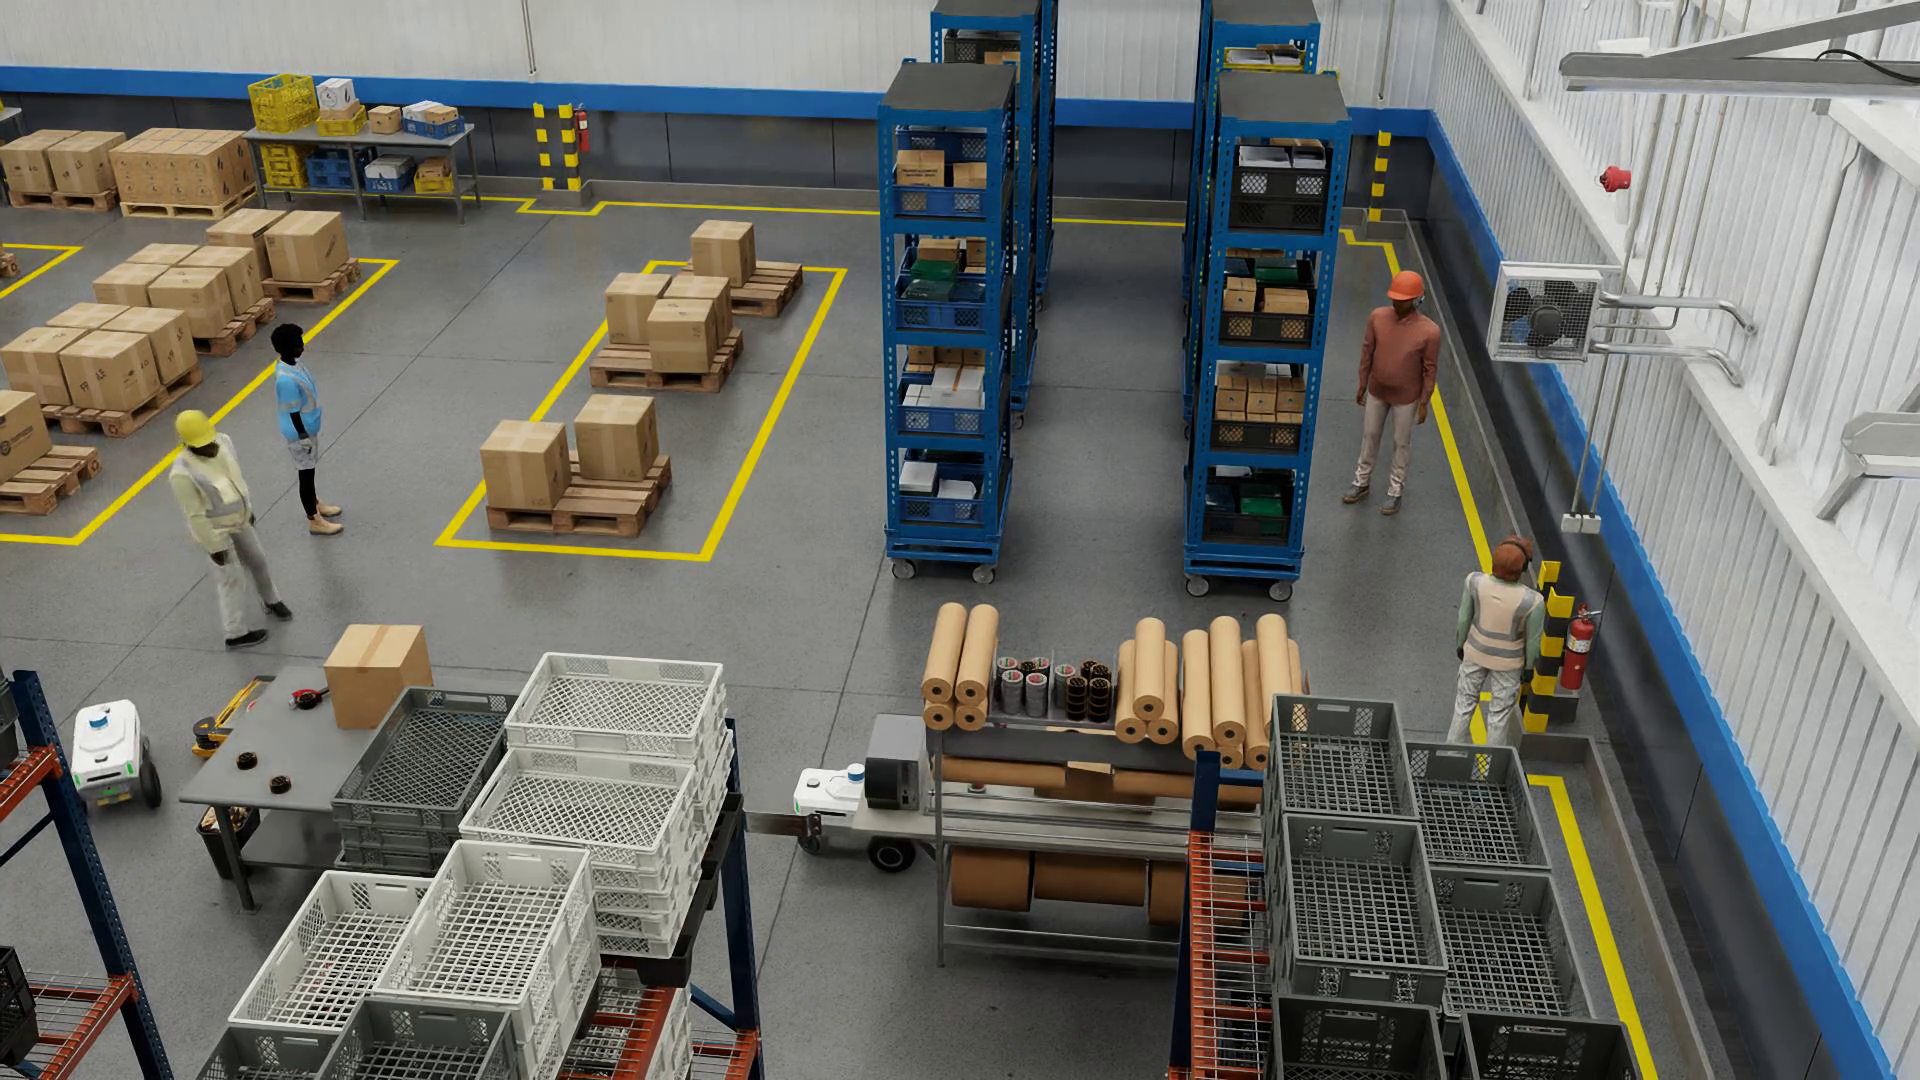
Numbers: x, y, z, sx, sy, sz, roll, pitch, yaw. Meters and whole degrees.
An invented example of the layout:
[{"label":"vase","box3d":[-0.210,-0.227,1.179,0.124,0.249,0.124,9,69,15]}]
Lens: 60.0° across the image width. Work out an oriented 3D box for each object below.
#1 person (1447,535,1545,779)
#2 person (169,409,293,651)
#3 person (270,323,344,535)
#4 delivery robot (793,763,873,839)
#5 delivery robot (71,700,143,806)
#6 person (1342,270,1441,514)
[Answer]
[{"label":"person","box3d":[3.231,0.715,10.061,0.514,1.644,0.307,21,36,32]},{"label":"person","box3d":[-5.018,-0.116,11.337,0.406,1.803,0.625,5,31,9]},{"label":"person","box3d":[-5.019,-0.855,12.710,0.319,1.692,0.533,-9,31,-15]},{"label":"delivery robot","box3d":[-0.599,1.519,9.666,0.707,0.478,0.477,4,31,7]},{"label":"delivery robot","box3d":[-5.187,1.262,10.109,0.477,0.478,0.707,-12,32,-19]},{"label":"person","box3d":[3.365,-1.152,12.924,0.612,1.996,0.388,22,37,33]}]
